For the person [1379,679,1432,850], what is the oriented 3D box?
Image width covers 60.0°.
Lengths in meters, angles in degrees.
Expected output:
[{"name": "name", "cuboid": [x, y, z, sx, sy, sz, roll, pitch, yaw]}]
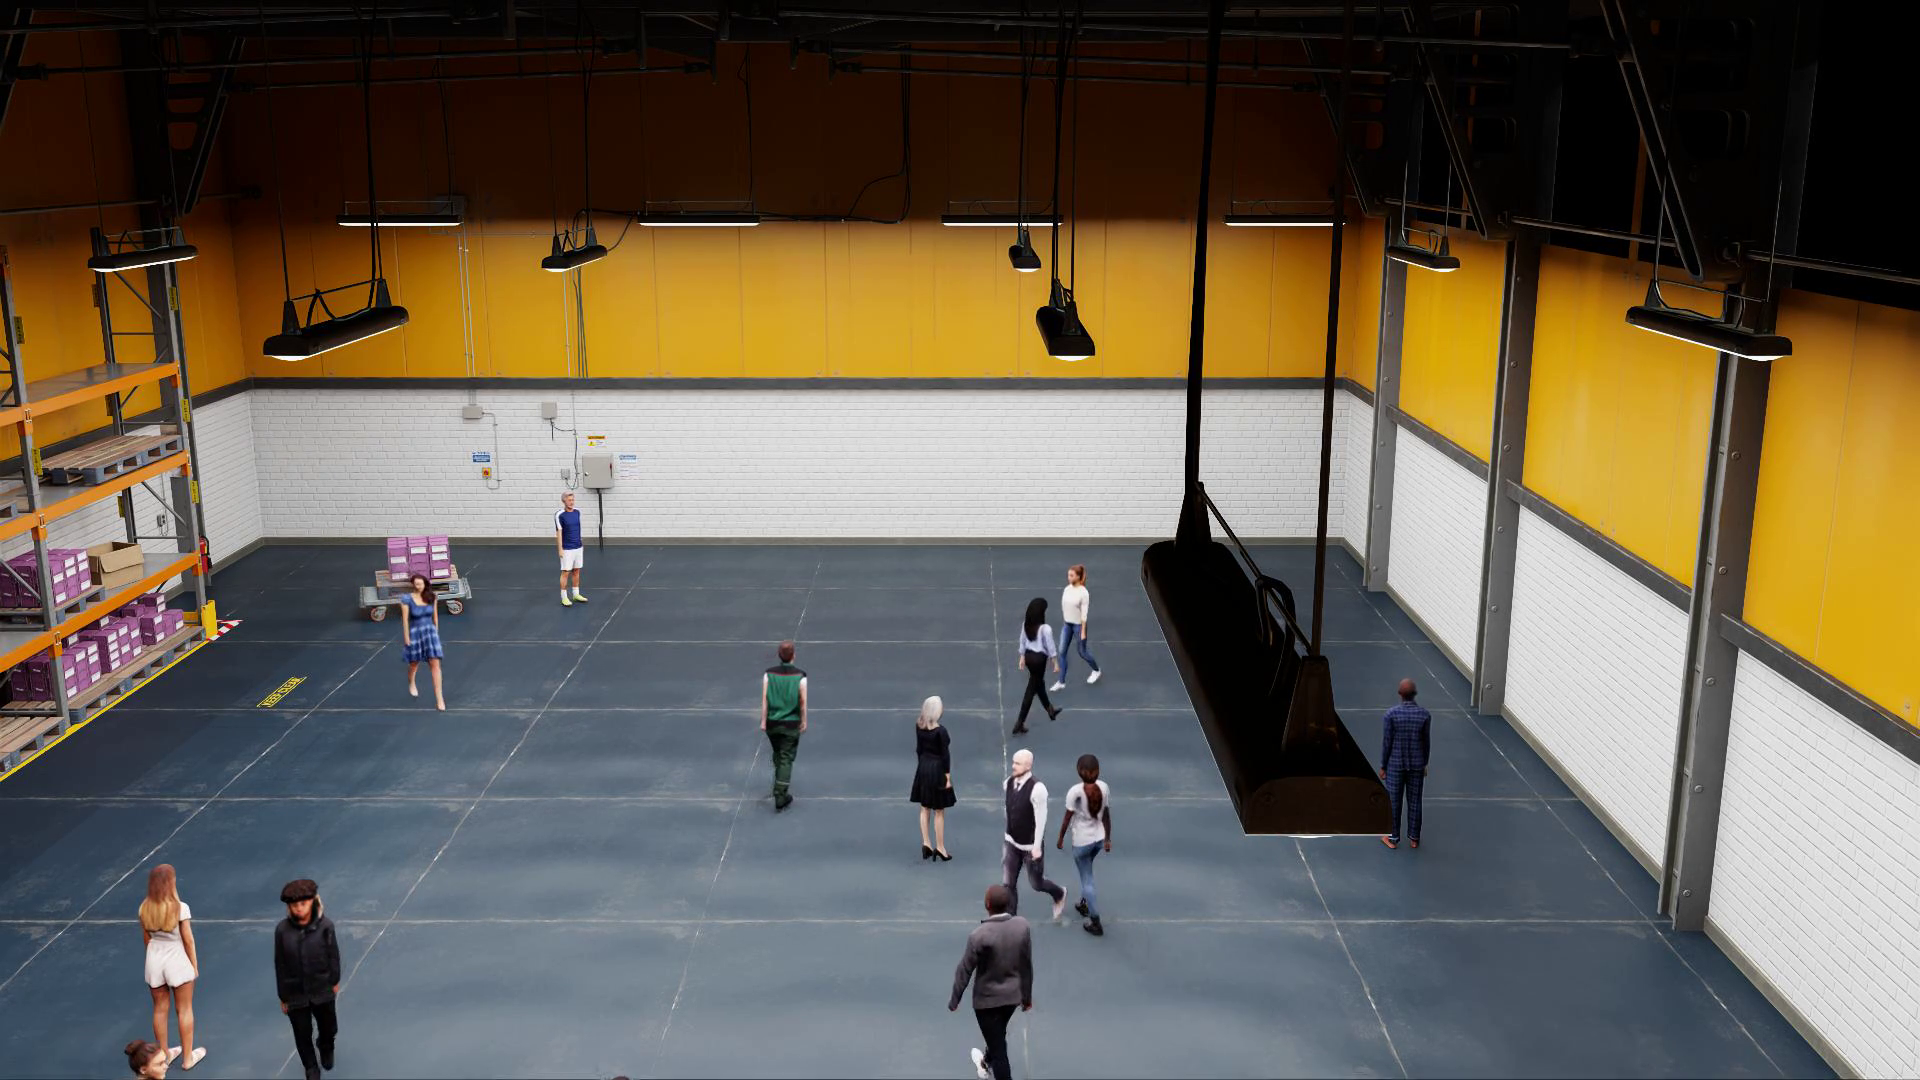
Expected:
[{"name": "person", "cuboid": [4.630, 2.315, 17.289, 0.659, 1.818, 0.576, -1, 14, -2]}]

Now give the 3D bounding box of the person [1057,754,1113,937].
[{"name": "person", "cuboid": [1.231, 2.838, 15.374, 0.837, 1.703, 0.929, -9, 16, -33]}]

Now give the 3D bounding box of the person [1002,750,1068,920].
[{"name": "person", "cuboid": [0.657, 2.797, 15.338, 1.202, 1.800, 1.133, -13, 19, -43]}]

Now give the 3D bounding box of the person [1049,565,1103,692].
[{"name": "person", "cuboid": [1.611, 1.179, 22.267, 1.123, 1.683, 1.111, -12, 18, -40]}]

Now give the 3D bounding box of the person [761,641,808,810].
[{"name": "person", "cuboid": [-1.980, 2.067, 18.395, 0.788, 1.780, 1.161, 3, 14, 11]}]

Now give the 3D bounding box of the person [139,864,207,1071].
[{"name": "person", "cuboid": [-6.272, 3.375, 13.176, 0.576, 1.693, 0.541, 0, 14, 2]}]

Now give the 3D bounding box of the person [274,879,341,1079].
[{"name": "person", "cuboid": [-5.034, 3.422, 12.828, 0.807, 1.765, 0.955, -6, 15, -22]}]

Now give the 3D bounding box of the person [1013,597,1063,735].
[{"name": "person", "cuboid": [0.872, 1.589, 20.534, 1.169, 1.702, 1.135, -12, 18, -41]}]

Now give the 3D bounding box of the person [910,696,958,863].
[{"name": "person", "cuboid": [-0.264, 2.425, 16.987, 0.700, 1.747, 0.754, 13, 18, 42]}]

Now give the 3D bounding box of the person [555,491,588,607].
[{"name": "person", "cuboid": [-6.175, 0.108, 26.364, 0.783, 1.837, 0.683, 9, 17, 34]}]

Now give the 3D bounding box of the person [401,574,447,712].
[{"name": "person", "cuboid": [-7.008, 1.310, 21.559, 1.063, 1.762, 1.228, -10, 17, -35]}]

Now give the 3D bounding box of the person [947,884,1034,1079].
[{"name": "person", "cuboid": [0.323, 3.501, 12.476, 1.077, 1.779, 1.224, -8, 16, -30]}]
